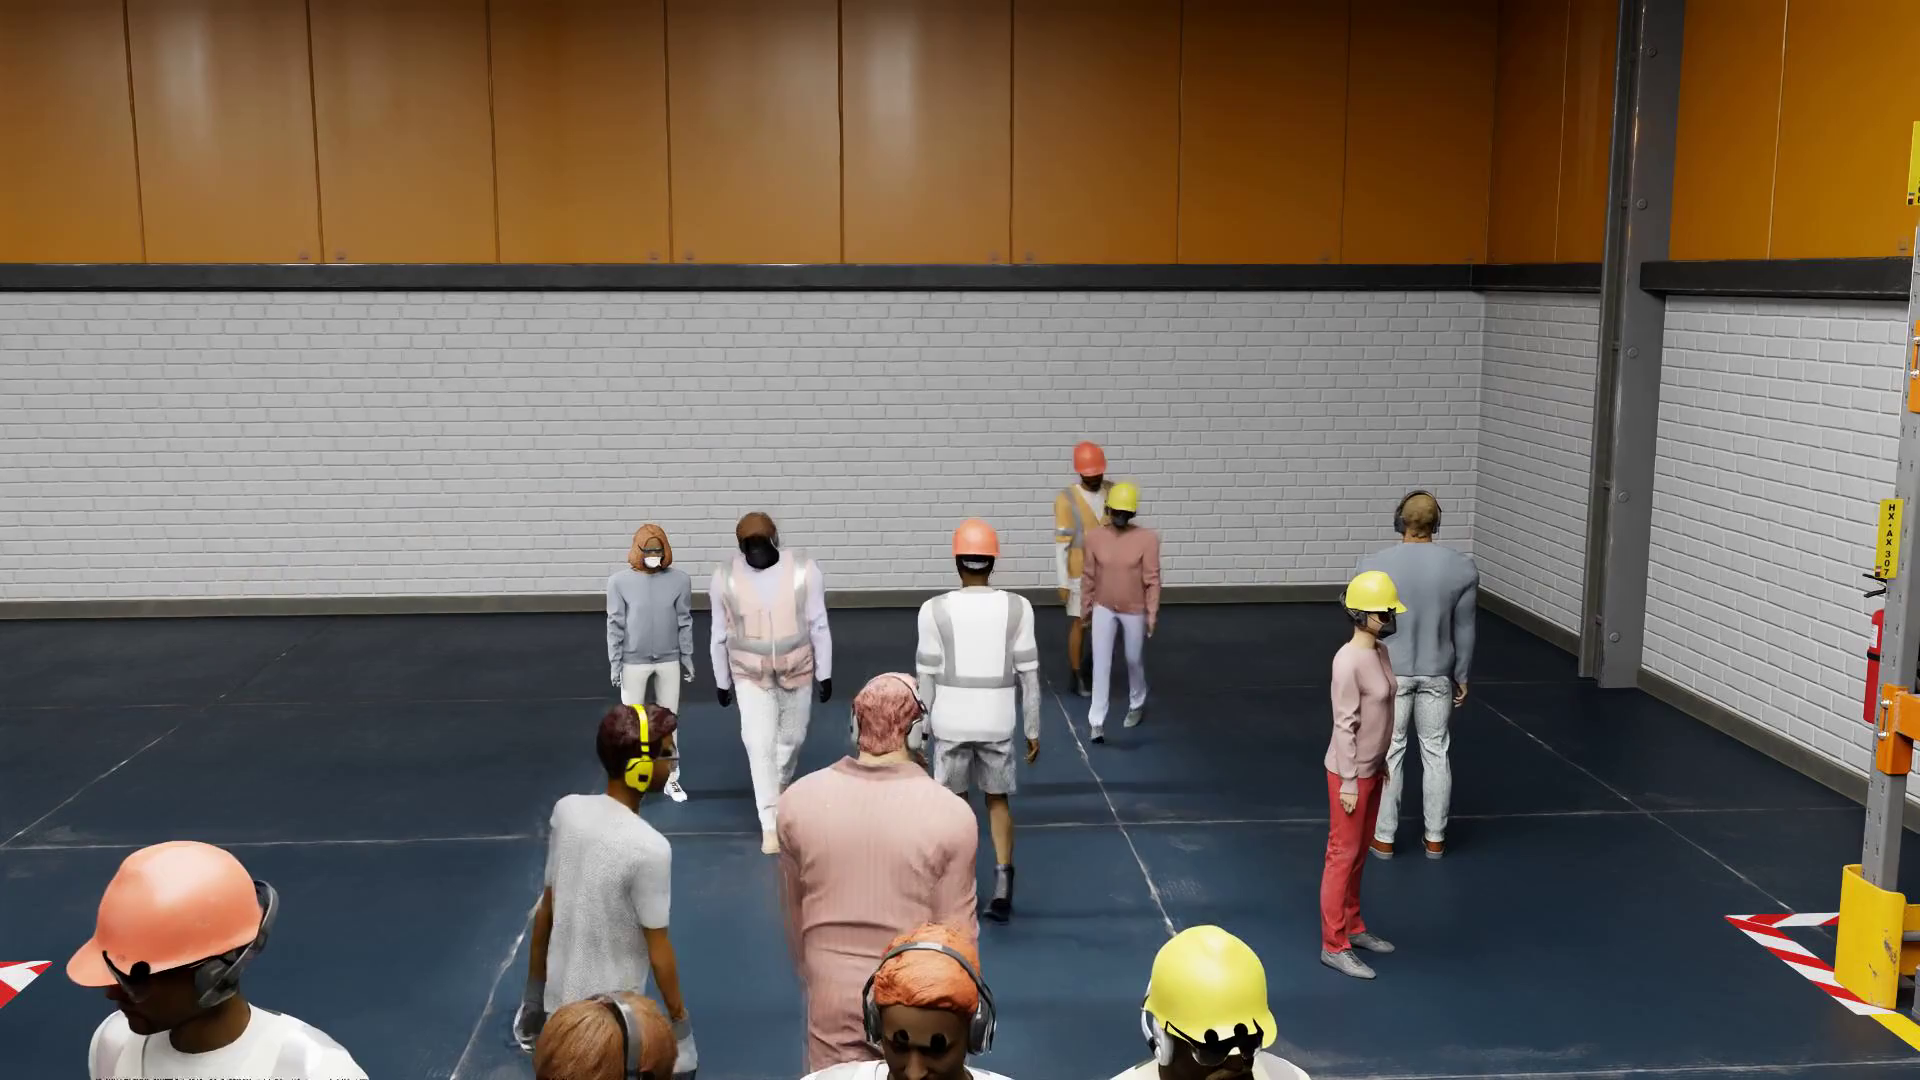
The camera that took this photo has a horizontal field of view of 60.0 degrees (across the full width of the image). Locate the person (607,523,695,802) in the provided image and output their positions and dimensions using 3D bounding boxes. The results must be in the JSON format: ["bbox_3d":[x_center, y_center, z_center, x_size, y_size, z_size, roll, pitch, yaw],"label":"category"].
[{"bbox_3d":[-1.767,0.711,9.530,0.497,1.633,0.287,-4,10,-23],"label":"person"}]

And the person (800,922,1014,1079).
[{"bbox_3d":[-0.064,1.612,3.079,0.572,1.887,0.356,1,9,9],"label":"person"}]

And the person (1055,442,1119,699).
[{"bbox_3d":[0.927,0.227,11.785,0.589,1.883,0.579,-5,10,-26],"label":"person"}]

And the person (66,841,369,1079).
[{"bbox_3d":[-1.364,1.533,3.093,0.610,2.040,0.394,3,10,20],"label":"person"}]

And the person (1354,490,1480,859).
[{"bbox_3d":[2.346,0.702,8.631,0.631,1.940,0.370,0,9,2],"label":"person"}]

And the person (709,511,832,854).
[{"bbox_3d":[-1.025,0.709,9.042,0.644,1.800,0.903,-2,9,-11],"label":"person"}]

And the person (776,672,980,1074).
[{"bbox_3d":[-0.224,1.325,4.937,0.640,1.878,0.698,3,9,17],"label":"person"}]

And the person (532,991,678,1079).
[{"bbox_3d":[-0.654,1.679,2.900,0.647,1.820,0.438,1,9,9],"label":"person"}]

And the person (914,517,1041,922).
[{"bbox_3d":[0.082,0.860,7.711,0.585,1.912,0.612,-1,9,-8],"label":"person"}]

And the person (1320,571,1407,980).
[{"bbox_3d":[1.766,1.005,7.268,0.314,1.768,0.527,5,10,29],"label":"person"}]

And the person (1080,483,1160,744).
[{"bbox_3d":[1.037,0.459,10.865,0.559,1.712,0.935,2,9,15],"label":"person"}]

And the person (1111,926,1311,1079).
[{"bbox_3d":[0.461,1.617,3.213,0.602,1.830,0.404,-5,10,-28],"label":"person"}]

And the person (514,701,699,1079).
[{"bbox_3d":[-0.995,1.364,4.883,0.988,1.804,0.548,-8,12,-43],"label":"person"}]
